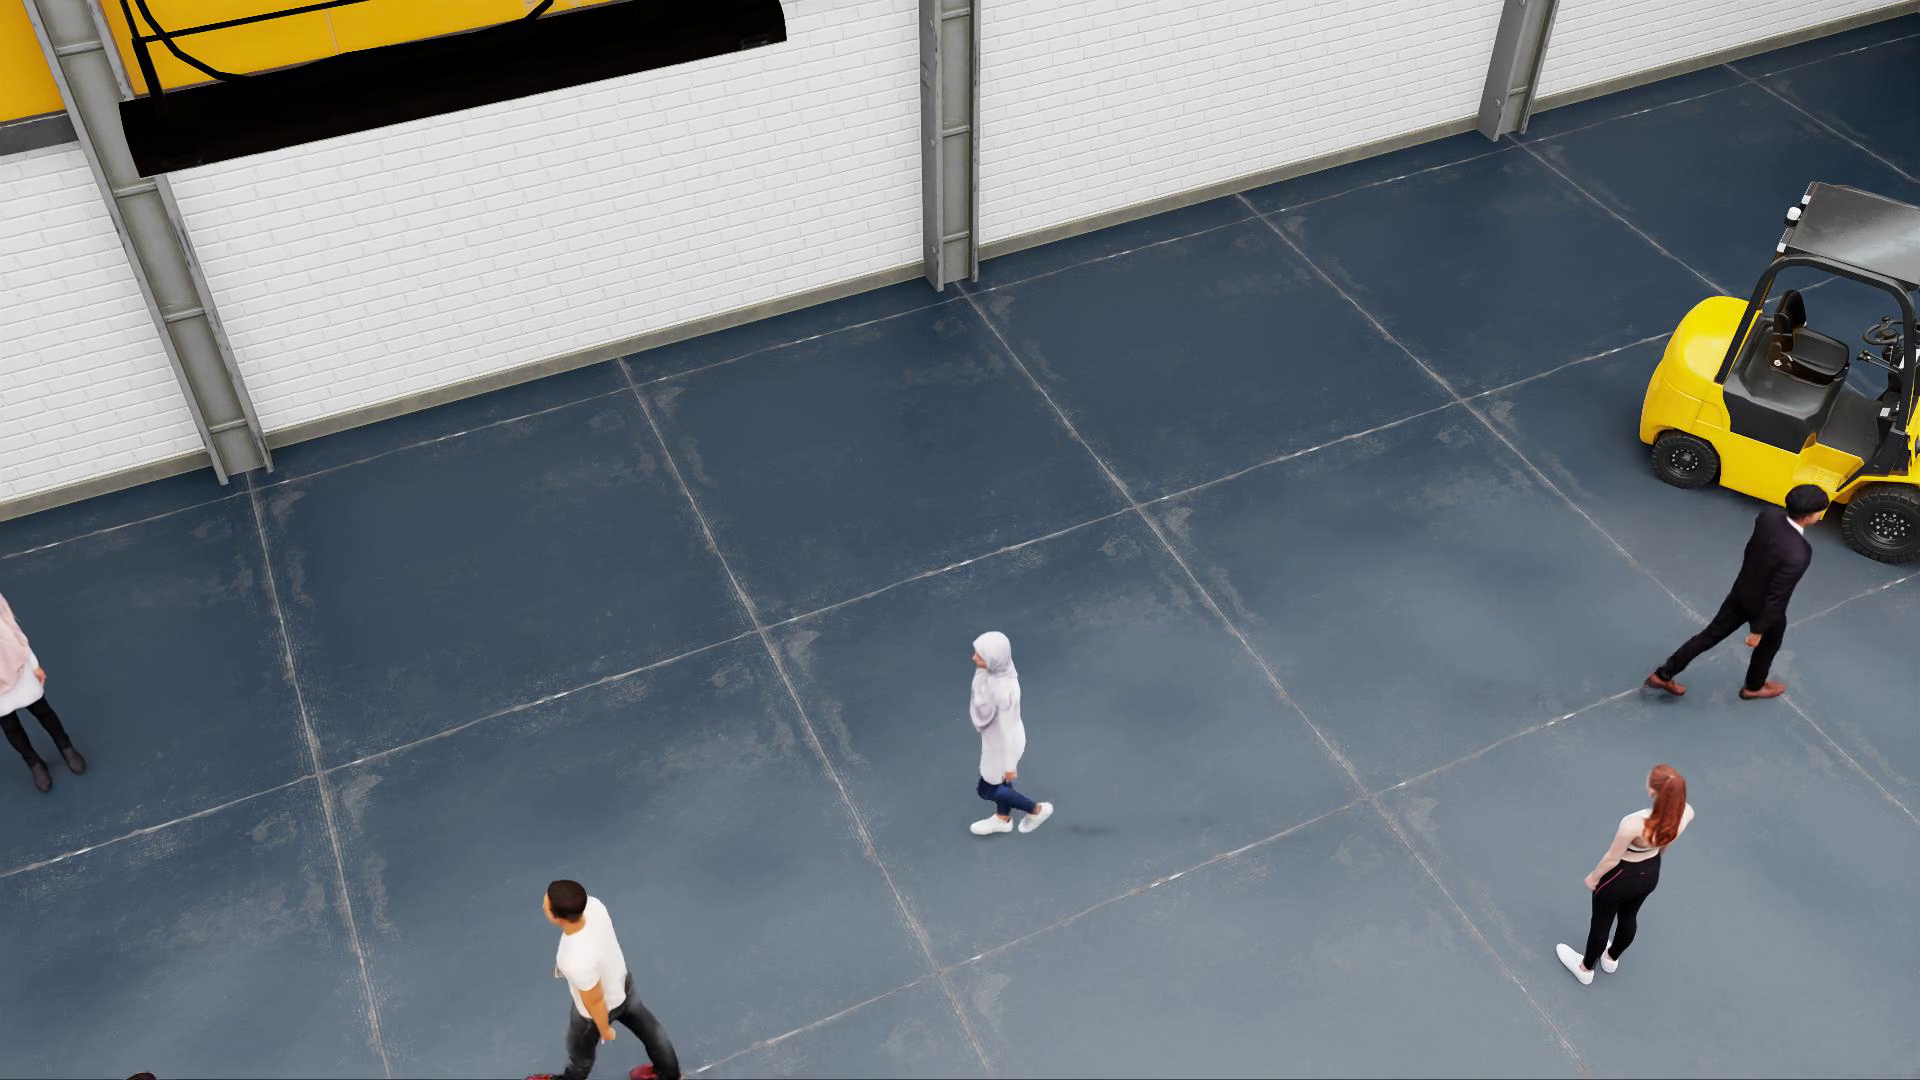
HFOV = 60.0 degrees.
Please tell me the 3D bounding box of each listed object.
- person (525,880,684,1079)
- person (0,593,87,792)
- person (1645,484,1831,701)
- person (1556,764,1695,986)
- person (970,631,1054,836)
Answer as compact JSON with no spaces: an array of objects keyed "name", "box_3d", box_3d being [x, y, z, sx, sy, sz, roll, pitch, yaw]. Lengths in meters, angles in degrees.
[{"name":"person","box_3d":[-1.733,2.319,8.512,1.157,1.767,0.950,0,44,0]},{"name":"person","box_3d":[-5.814,0.820,10.059,0.605,1.804,0.739,-30,51,-28]},{"name":"person","box_3d":[4.930,0.378,10.495,1.284,1.844,1.001,-2,44,-2]},{"name":"person","box_3d":[3.646,1.825,9.042,0.496,1.752,0.670,-12,45,-13]},{"name":"person","box_3d":[0.328,1.157,9.734,0.827,1.764,0.745,-4,44,-5]}]
